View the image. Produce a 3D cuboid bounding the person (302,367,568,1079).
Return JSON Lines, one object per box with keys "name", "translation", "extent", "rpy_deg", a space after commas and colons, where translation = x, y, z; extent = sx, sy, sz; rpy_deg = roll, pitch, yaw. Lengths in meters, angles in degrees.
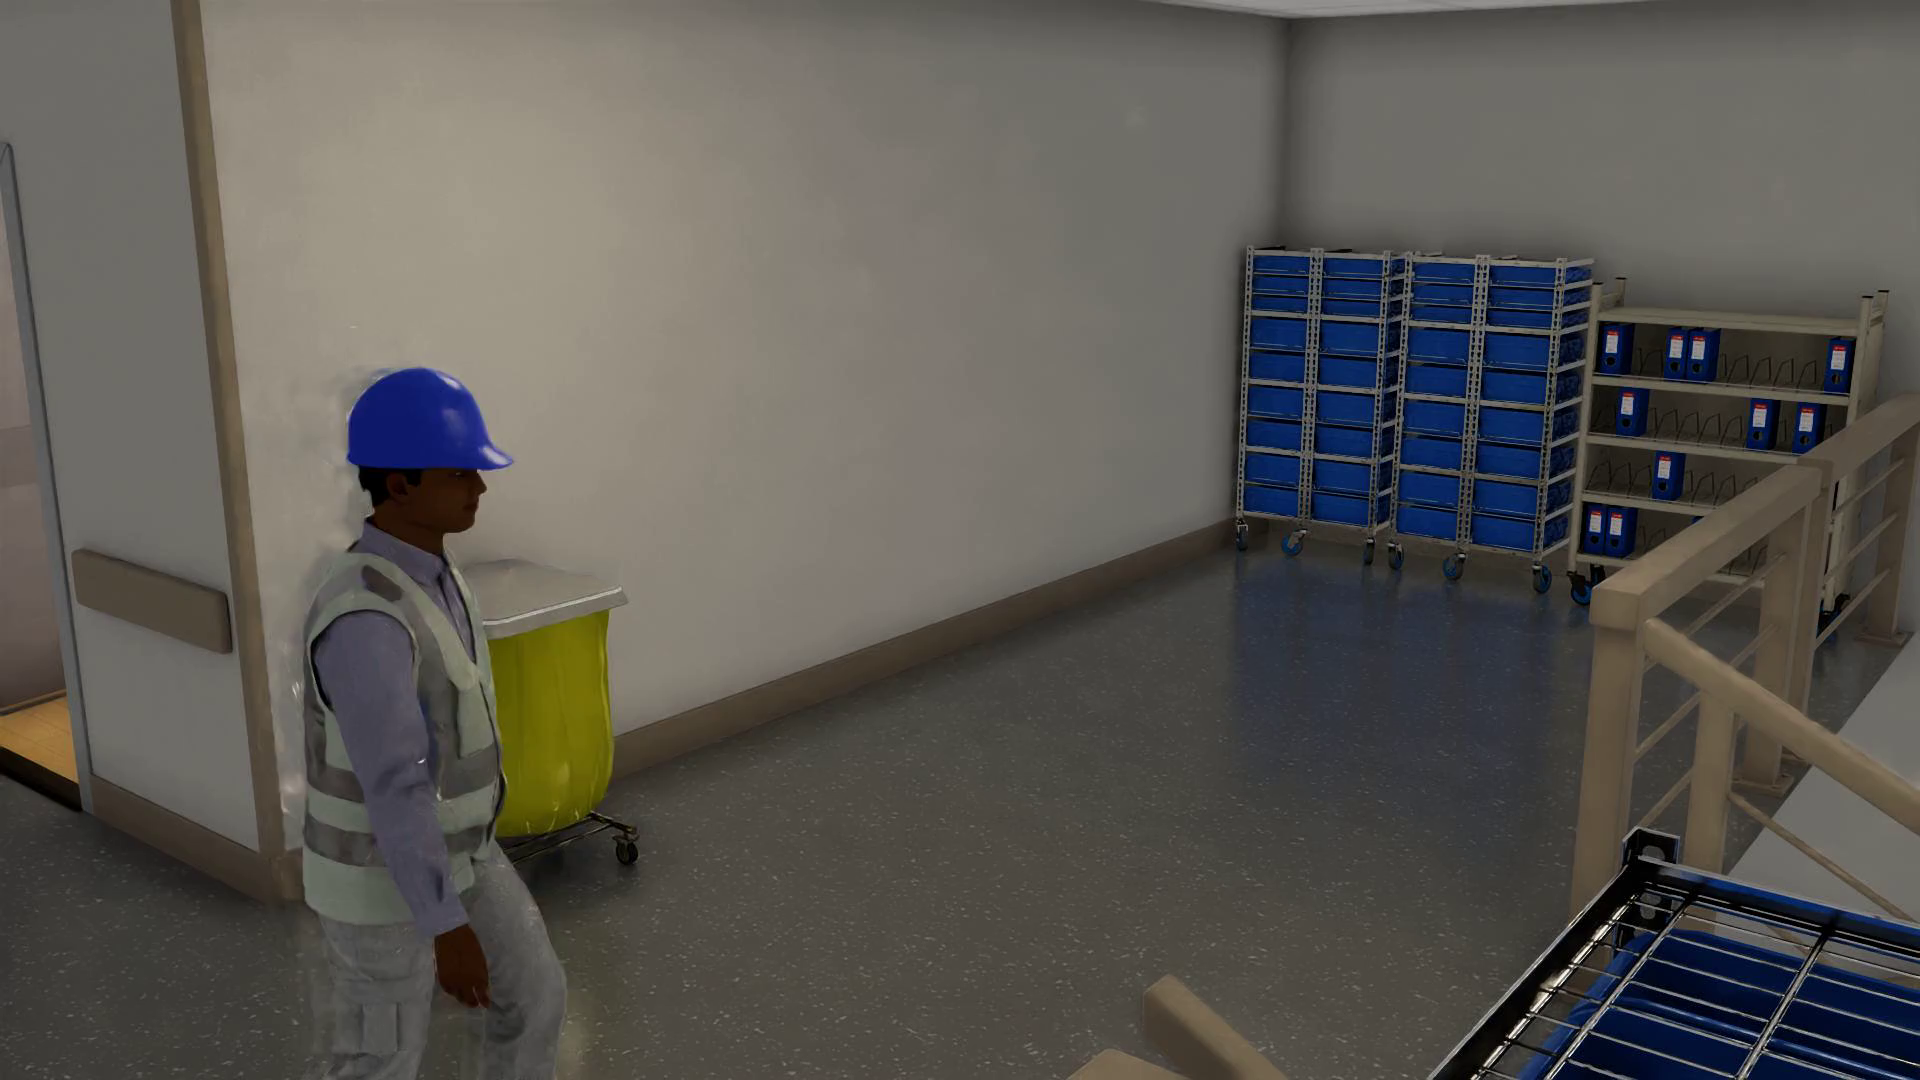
{"name": "person", "translation": [-0.987, 0.629, 3.249], "extent": [0.732, 1.923, 0.625], "rpy_deg": [0, 13, 0]}
